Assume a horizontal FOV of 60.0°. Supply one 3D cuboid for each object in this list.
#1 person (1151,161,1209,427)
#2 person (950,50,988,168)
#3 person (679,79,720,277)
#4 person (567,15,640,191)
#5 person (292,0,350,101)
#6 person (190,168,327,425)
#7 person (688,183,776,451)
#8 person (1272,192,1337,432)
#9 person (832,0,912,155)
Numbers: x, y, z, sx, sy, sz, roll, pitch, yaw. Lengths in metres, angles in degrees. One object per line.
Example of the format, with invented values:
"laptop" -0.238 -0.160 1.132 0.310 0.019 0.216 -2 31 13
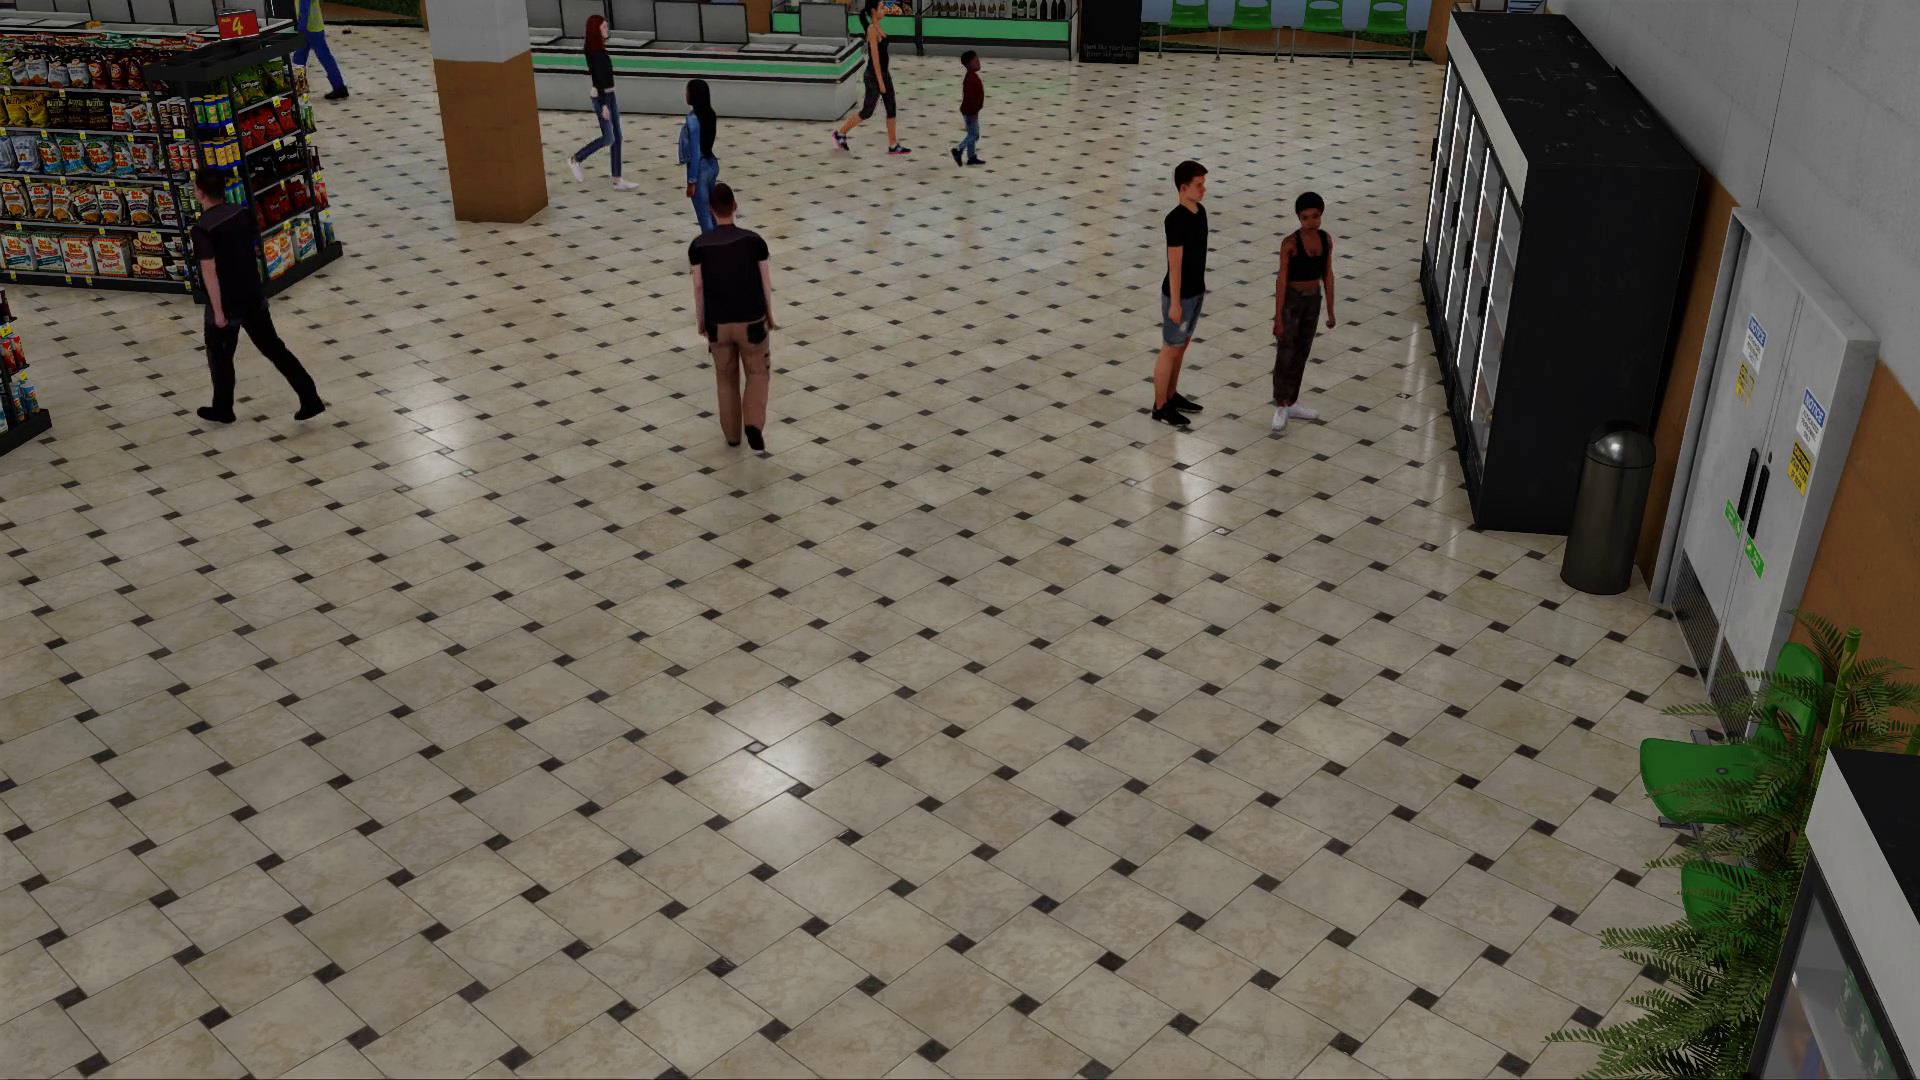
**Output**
"person" 1.545 -1.735 11.617 0.658 1.846 0.729 13 29 23
"person" 0.062 -4.667 18.059 0.611 1.249 0.515 4 27 7
"person" -2.257 -3.192 14.639 0.508 1.712 0.600 5 27 11
"person" -3.733 -4.457 17.061 0.979 1.778 0.666 1 27 2
"person" -8.086 -6.422 20.936 1.192 1.777 1.147 -19 32 -32
"person" -4.879 -1.613 11.422 1.235 1.805 0.825 9 28 17
"person" -1.496 -1.423 11.033 0.891 1.819 0.854 -1 27 -1
"person" 2.336 -1.586 11.501 0.700 1.685 0.800 -19 32 -32
"person" -1.016 -5.086 18.394 1.085 1.694 0.558 5 27 9
